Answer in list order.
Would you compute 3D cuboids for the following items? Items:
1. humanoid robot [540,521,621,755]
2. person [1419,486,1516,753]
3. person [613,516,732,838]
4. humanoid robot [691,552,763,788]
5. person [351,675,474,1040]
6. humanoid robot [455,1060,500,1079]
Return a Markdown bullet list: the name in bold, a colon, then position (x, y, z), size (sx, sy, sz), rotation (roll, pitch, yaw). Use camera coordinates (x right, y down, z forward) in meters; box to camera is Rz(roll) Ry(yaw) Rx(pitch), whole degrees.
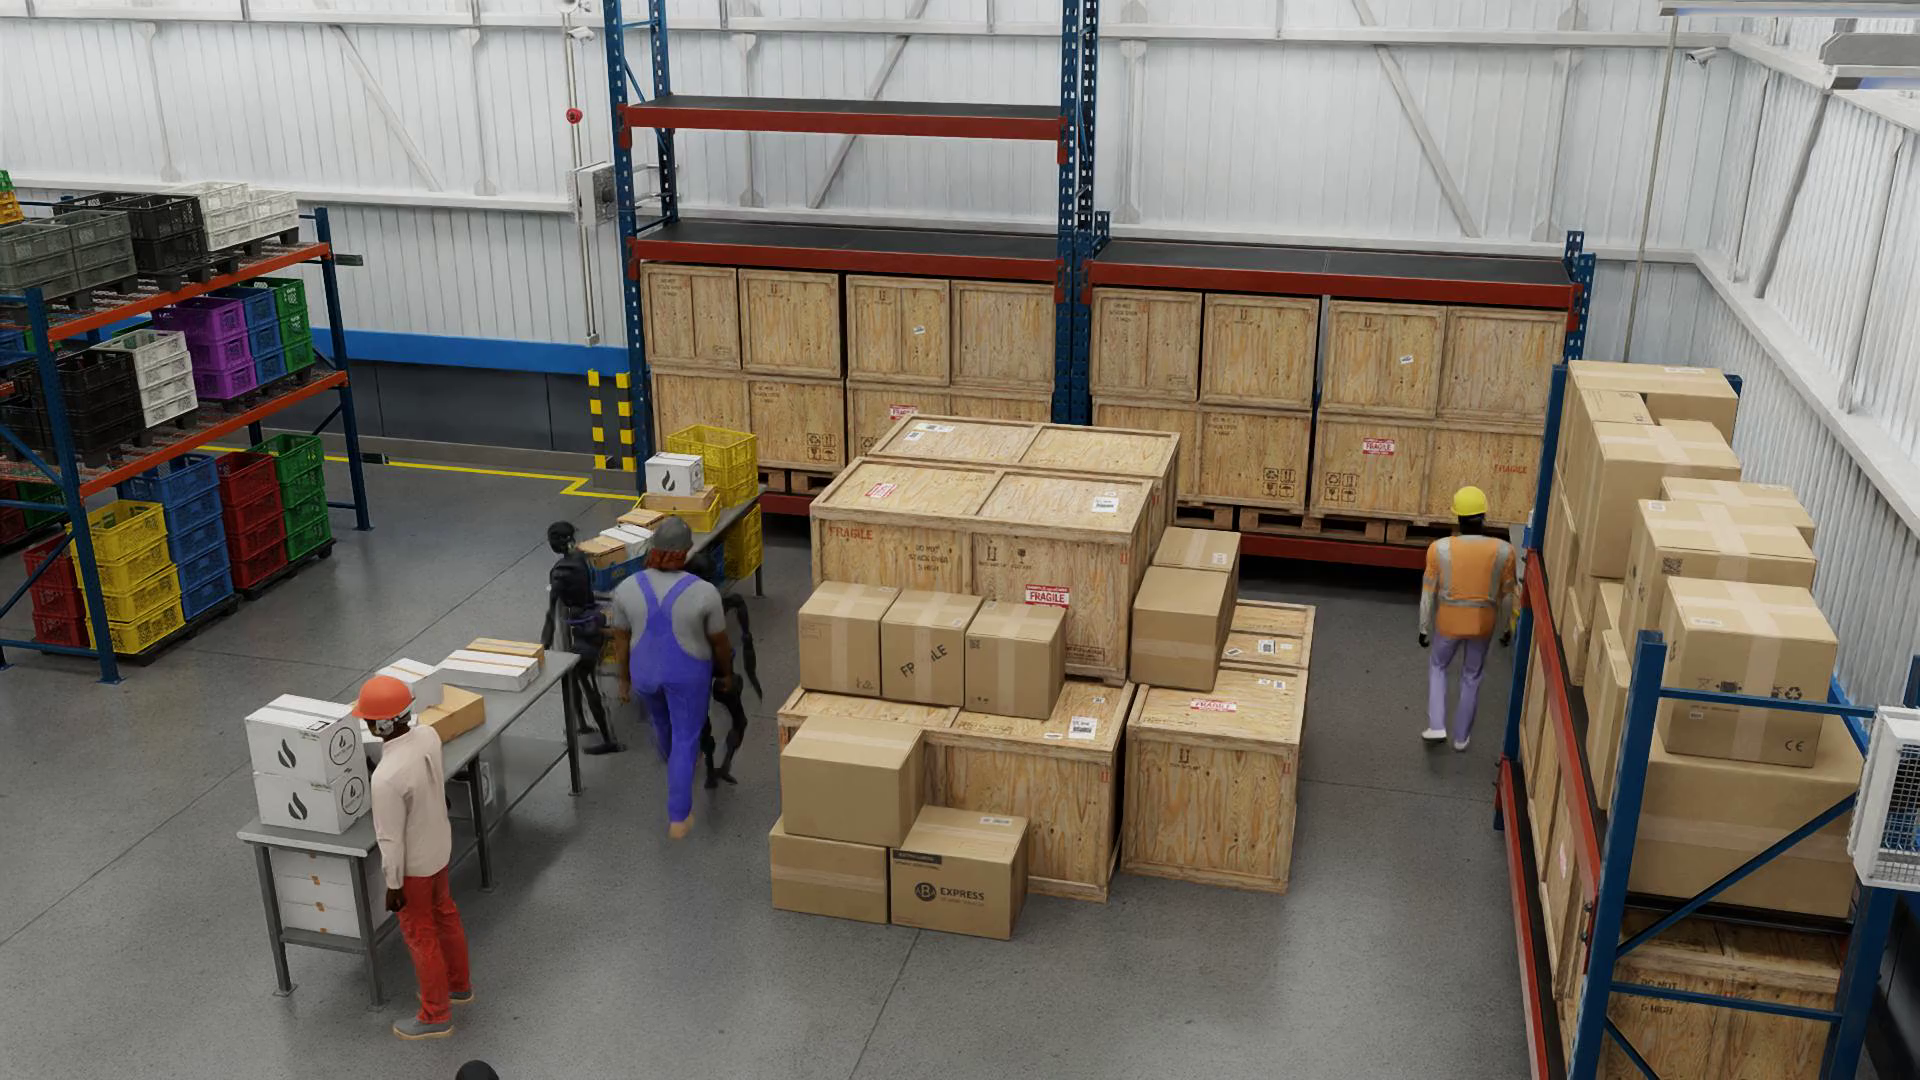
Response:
- **humanoid robot**: position (-2.605, 0.679, 11.322), size (0.564, 1.624, 0.728), rotation (1, 21, 2)
- **person**: position (3.438, 0.559, 11.291), size (0.632, 1.911, 0.412), rotation (4, 21, 11)
- **person**: position (-1.785, 0.787, 10.507), size (0.694, 2.000, 1.002), rotation (6, 22, 14)
- **humanoid robot**: position (-1.604, 0.860, 10.821), size (0.629, 1.654, 0.382), rotation (3, 21, 7)
- **person**: position (-2.791, 1.599, 8.464), size (0.407, 1.985, 0.615), rotation (2, 21, 5)
- **humanoid robot**: position (-1.700, 2.635, 6.167), size (0.563, 1.652, 0.357), rotation (-13, 25, -31)
